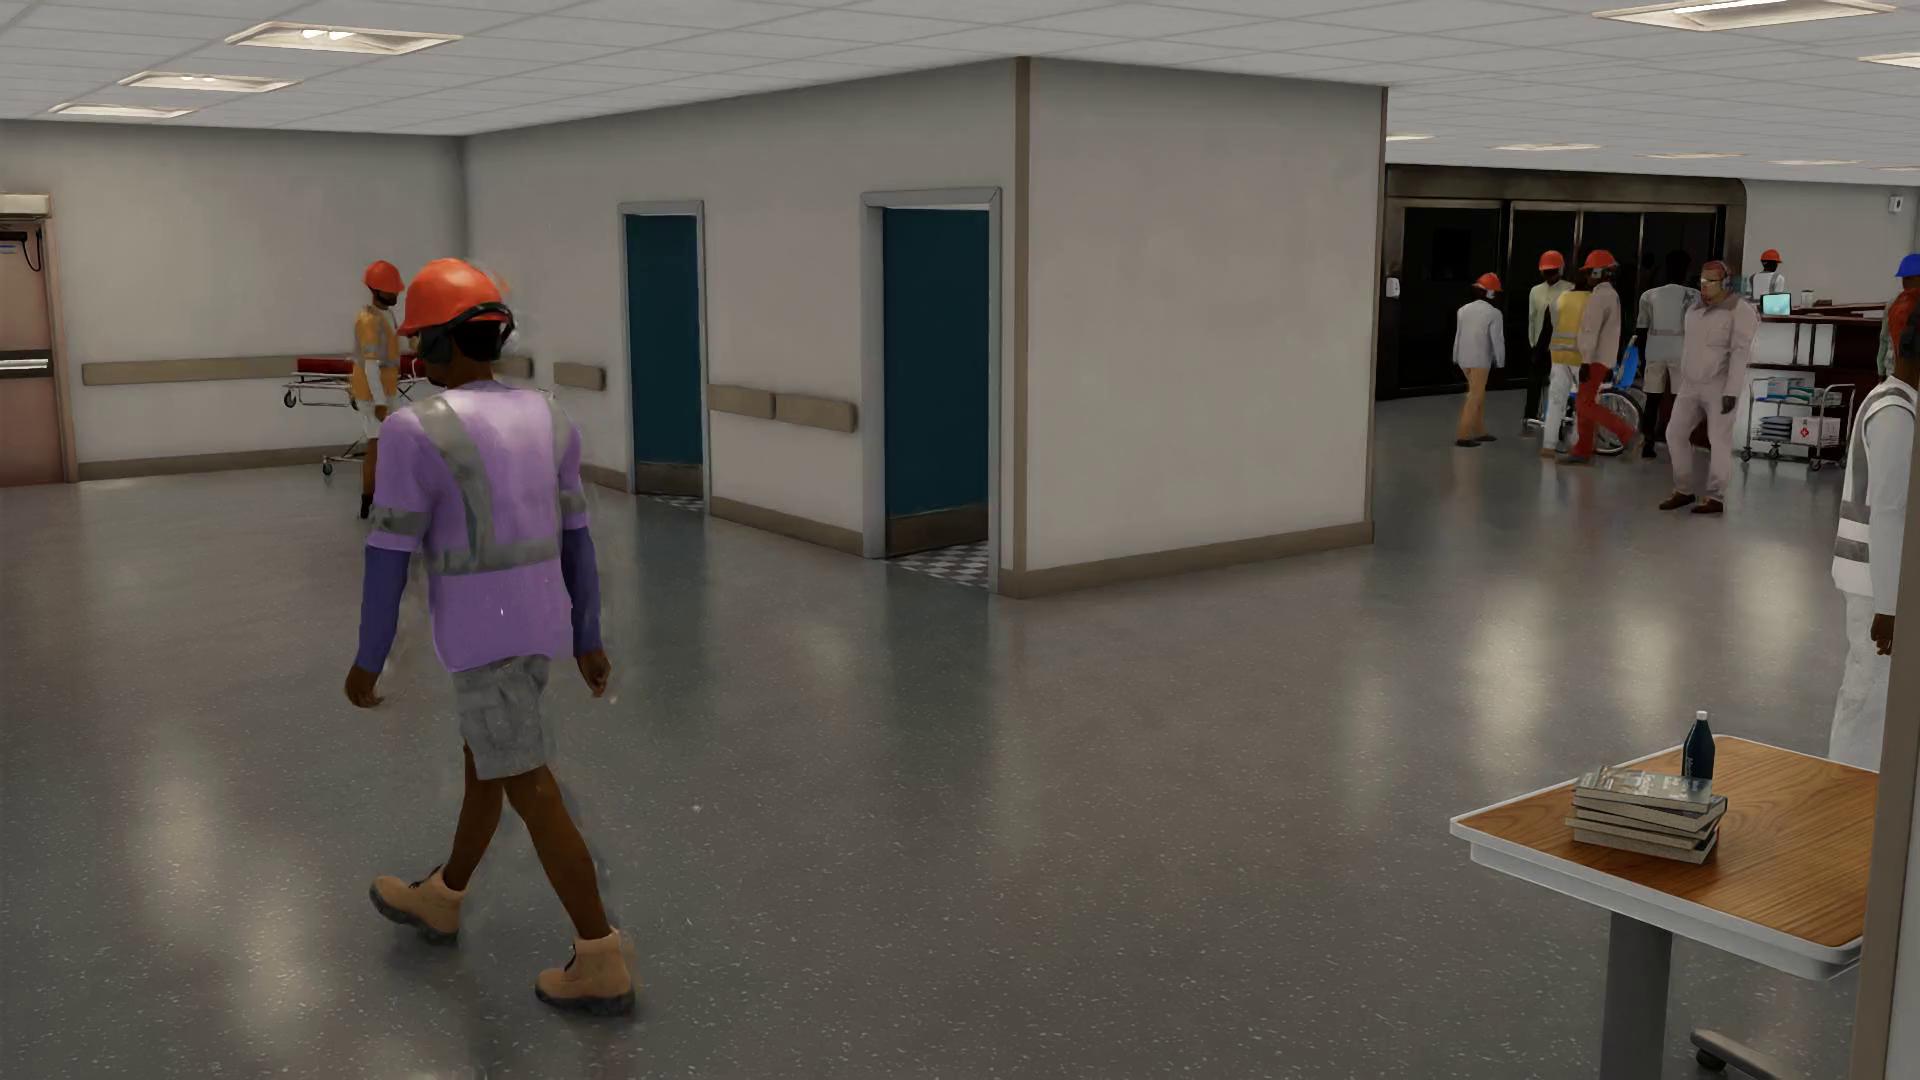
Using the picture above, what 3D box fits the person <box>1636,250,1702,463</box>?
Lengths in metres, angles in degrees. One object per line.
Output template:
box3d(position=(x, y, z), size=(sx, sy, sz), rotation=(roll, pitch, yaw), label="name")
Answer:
box3d(position=(6.564, -1.689, 15.373), size=(0.604, 1.959, 0.379), rotation=(9, 13, 41), label="person")

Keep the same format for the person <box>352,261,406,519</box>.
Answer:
box3d(position=(-4.202, -1.072, 12.096), size=(0.501, 1.893, 0.560), rotation=(1, 10, 3), label="person")

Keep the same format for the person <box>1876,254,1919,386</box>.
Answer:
box3d(position=(7.857, -1.387, 13.765), size=(0.421, 1.939, 0.600), rotation=(-5, 11, -25), label="person")

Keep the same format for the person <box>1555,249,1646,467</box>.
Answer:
box3d(position=(5.771, -1.610, 14.896), size=(0.673, 1.968, 0.616), rotation=(6, 12, 30), label="person")

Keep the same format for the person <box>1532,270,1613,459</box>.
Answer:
box3d(position=(5.796, -1.666, 15.703), size=(0.629, 1.797, 0.822), rotation=(-10, 14, -43), label="person")

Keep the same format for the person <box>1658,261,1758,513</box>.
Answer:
box3d(position=(5.547, -1.127, 12.413), size=(0.573, 1.889, 0.656), rotation=(-5, 11, -26), label="person")

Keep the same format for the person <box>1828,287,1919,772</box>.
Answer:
box3d(position=(2.958, 0.150, 5.283), size=(0.340, 1.882, 0.586), rotation=(6, 12, 30), label="person")

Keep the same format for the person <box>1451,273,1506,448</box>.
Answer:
box3d(position=(5.229, -1.780, 16.523), size=(0.712, 1.721, 0.581), rotation=(-4, 11, -22), label="person")

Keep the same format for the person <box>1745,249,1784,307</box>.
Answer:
box3d(position=(11.607, -3.213, 23.990), size=(0.376, 1.933, 0.545), rotation=(-7, 12, -35), label="person")

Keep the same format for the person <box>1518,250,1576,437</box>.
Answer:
box3d(position=(6.226, -2.044, 17.438), size=(0.736, 1.953, 0.634), rotation=(-9, 14, -42), label="person")

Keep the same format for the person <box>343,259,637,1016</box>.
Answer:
box3d(position=(-1.272, 0.250, 4.475), size=(1.060, 1.981, 0.610), rotation=(5, 11, 26), label="person")
